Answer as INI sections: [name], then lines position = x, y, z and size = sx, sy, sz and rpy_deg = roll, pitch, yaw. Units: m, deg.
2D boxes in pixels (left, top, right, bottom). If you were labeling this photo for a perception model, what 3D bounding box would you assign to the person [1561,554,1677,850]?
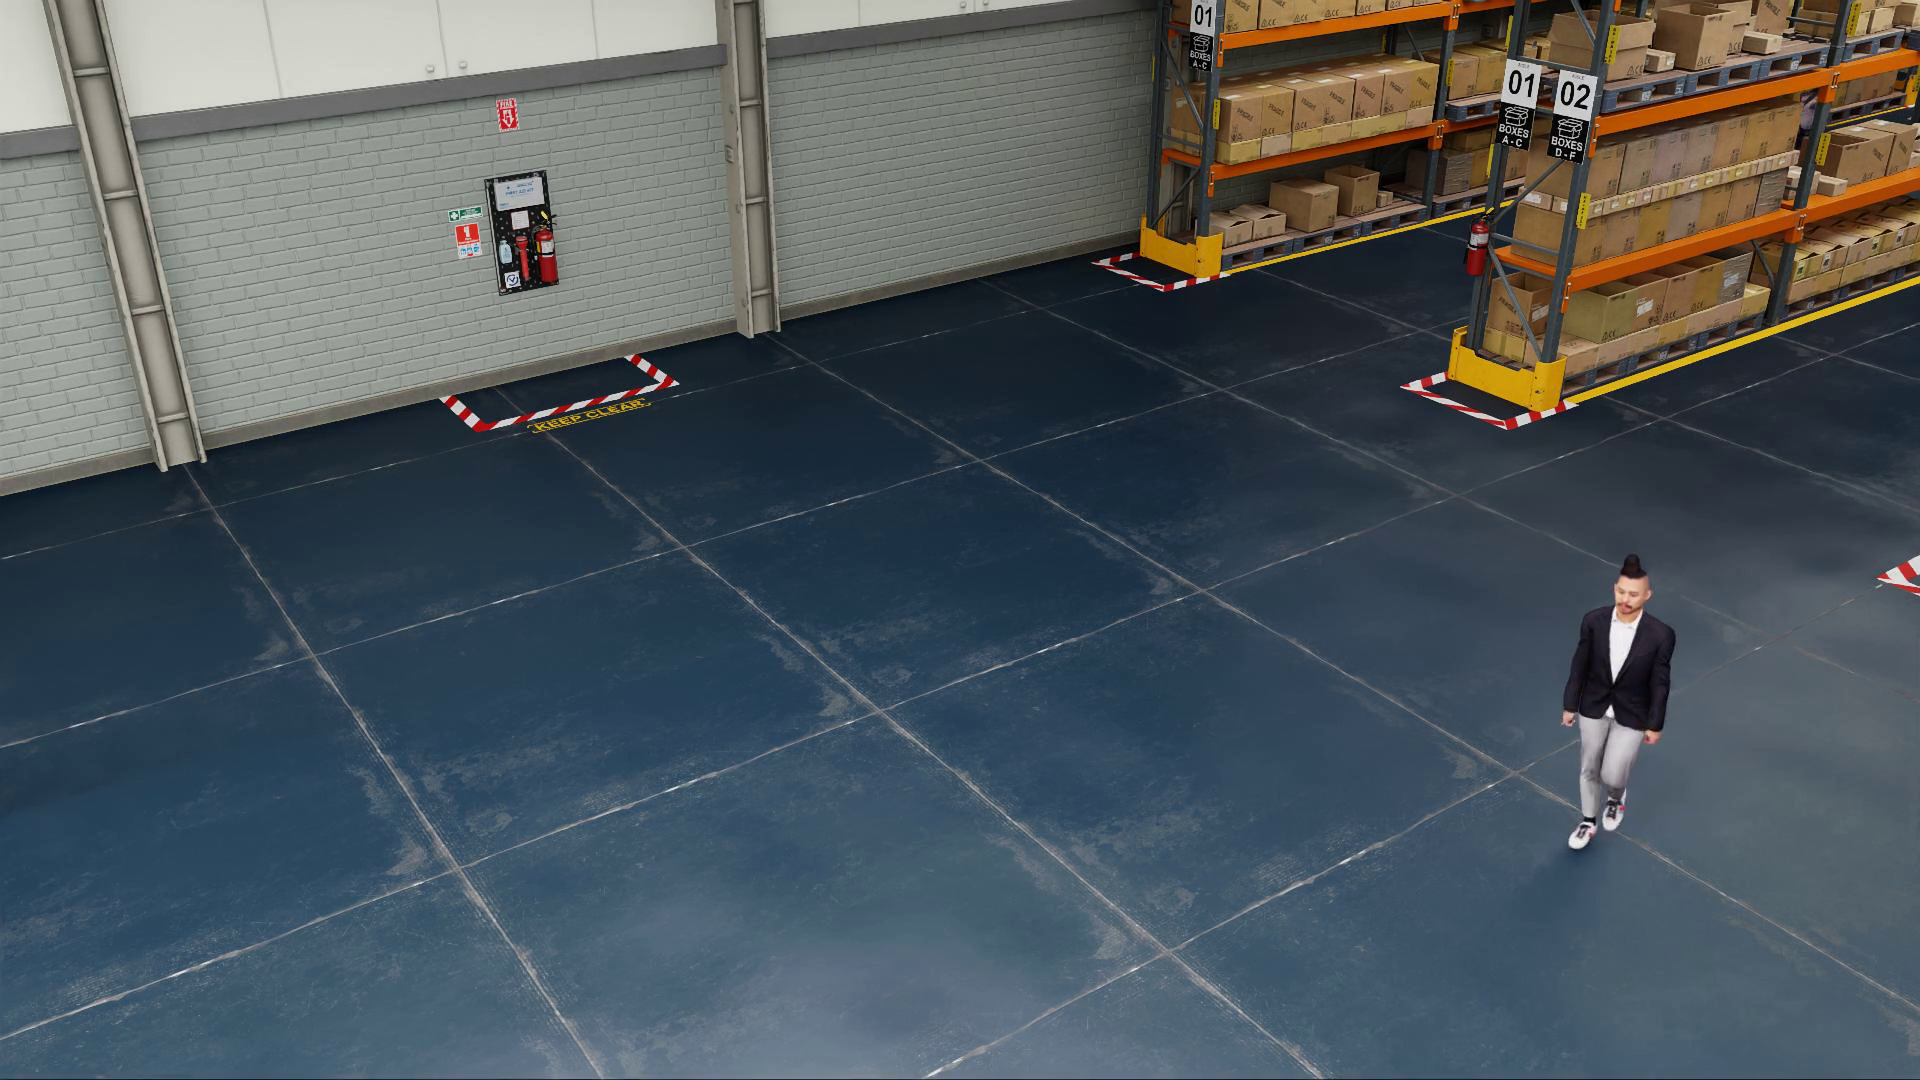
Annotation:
[person]
position = 3.912, 0.942, 9.848
size = 0.815, 1.939, 0.830
rpy_deg = 21, 34, 35
